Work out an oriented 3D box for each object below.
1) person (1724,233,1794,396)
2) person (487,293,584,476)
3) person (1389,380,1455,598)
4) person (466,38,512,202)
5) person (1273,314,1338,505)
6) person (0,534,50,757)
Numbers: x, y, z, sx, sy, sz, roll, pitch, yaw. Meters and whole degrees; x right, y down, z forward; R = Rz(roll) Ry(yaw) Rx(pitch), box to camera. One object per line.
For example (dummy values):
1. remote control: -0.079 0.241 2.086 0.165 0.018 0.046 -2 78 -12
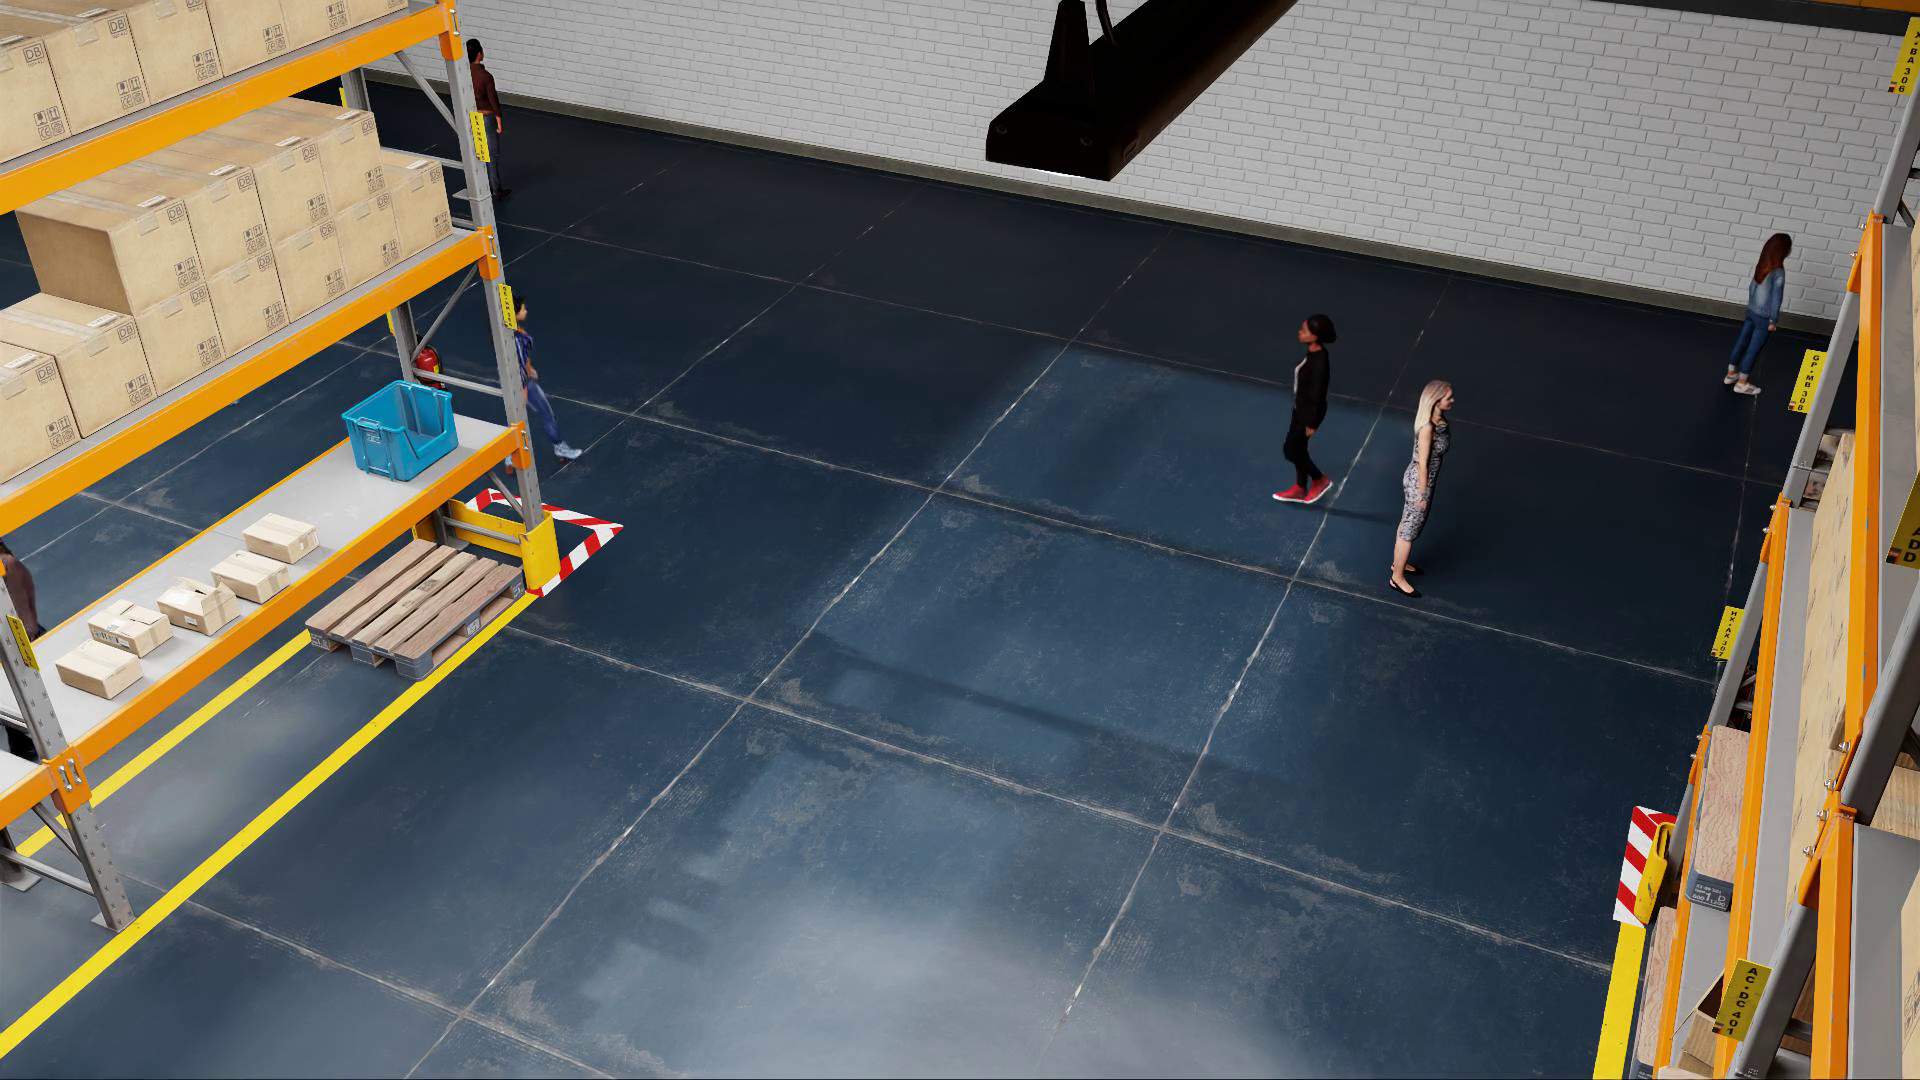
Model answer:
1. person: 7.084 -2.014 14.727 0.703 1.476 0.593 -3 34 -5
2. person: -3.635 -1.238 13.448 0.979 1.599 0.867 -20 39 -27
3. person: 3.340 -0.406 12.100 0.640 1.705 0.453 12 35 17
4. person: -5.304 -4.660 18.434 0.625 1.778 0.497 14 36 20
5. person: 2.794 -0.994 13.021 0.784 1.666 0.724 2 34 3
6. person: -6.073 0.613 10.550 1.116 1.724 0.823 15 36 21
